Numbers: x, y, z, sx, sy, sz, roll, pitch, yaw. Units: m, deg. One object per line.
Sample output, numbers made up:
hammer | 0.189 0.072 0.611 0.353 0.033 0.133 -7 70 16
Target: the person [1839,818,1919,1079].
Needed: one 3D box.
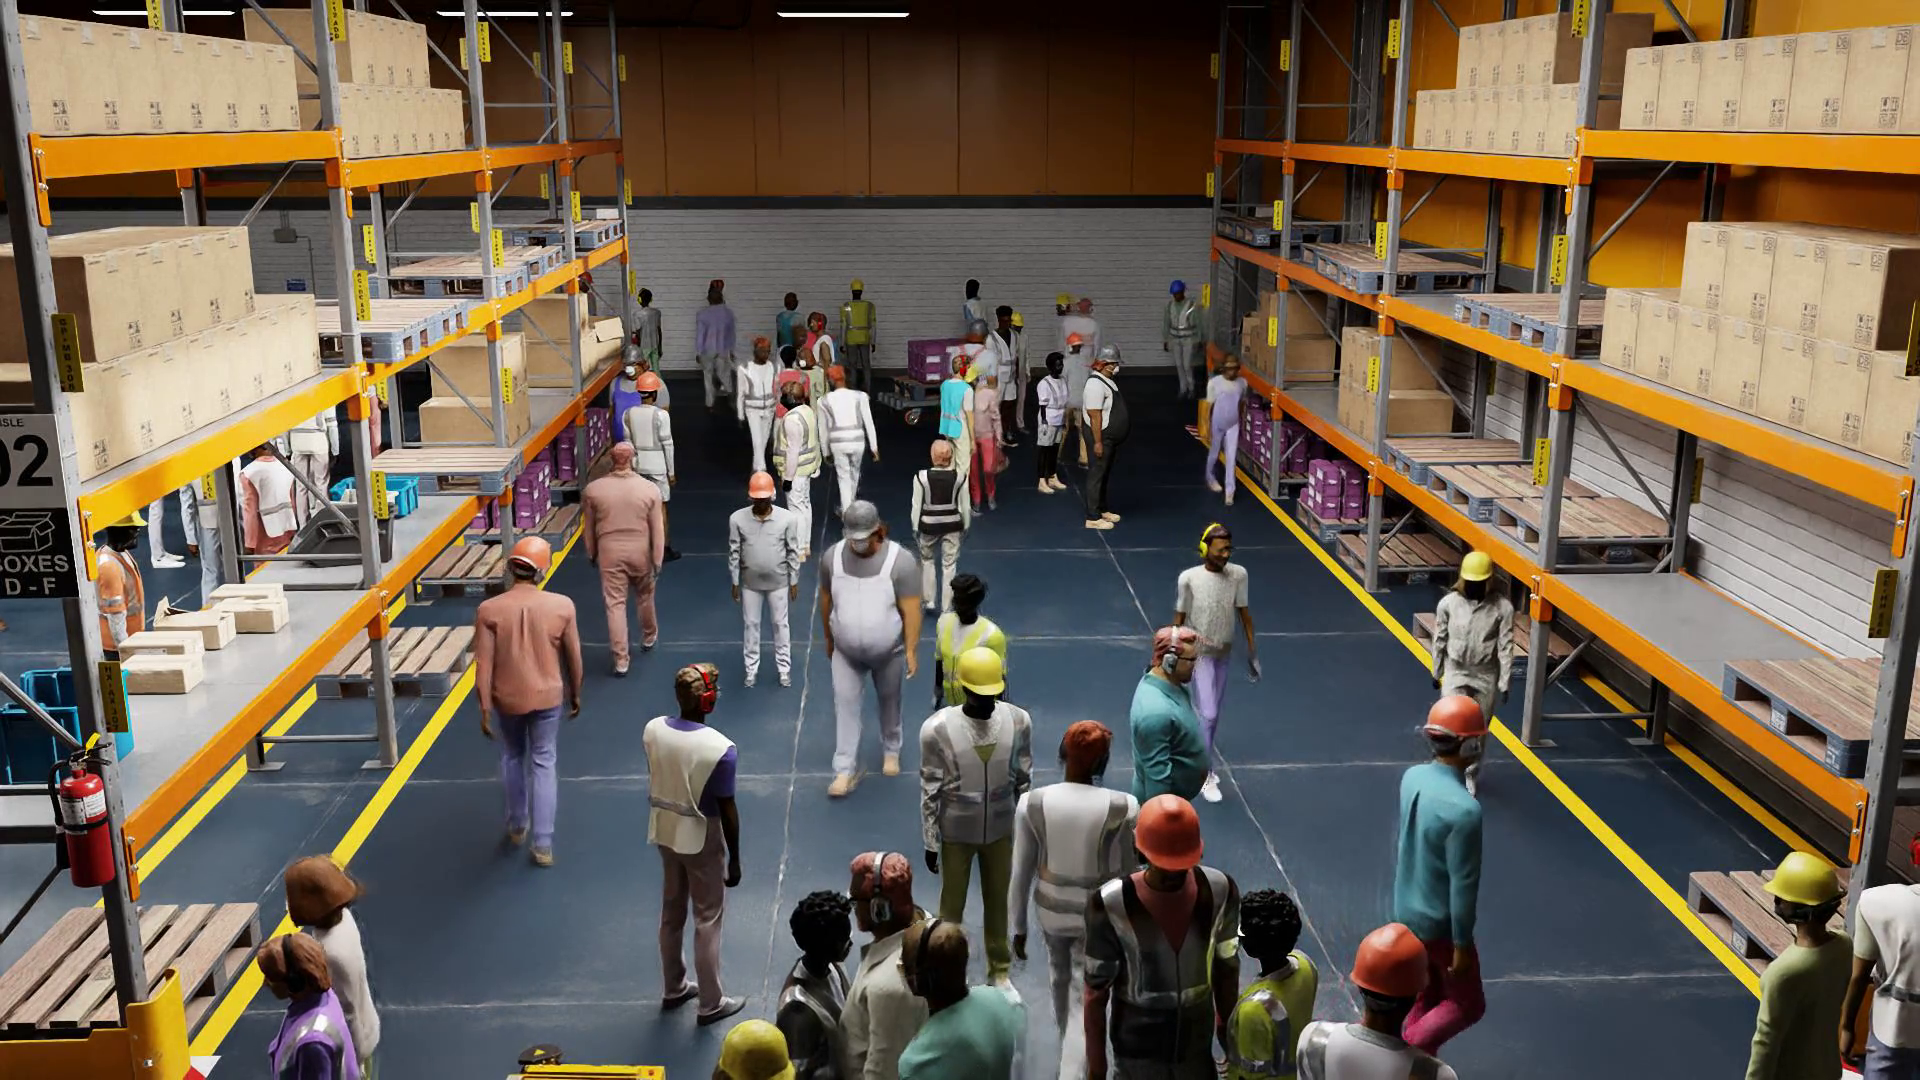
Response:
person | 3.738 1.951 6.473 0.565 1.837 0.385 7 16 26

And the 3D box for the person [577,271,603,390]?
person | -6.119 -3.394 27.159 0.407 1.986 0.612 9 17 30

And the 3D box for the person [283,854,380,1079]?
person | -2.491 2.017 6.631 0.384 1.619 0.516 -5 15 -20

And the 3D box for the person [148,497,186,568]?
person | -8.029 -0.651 16.632 0.336 1.865 0.521 -6 16 -23

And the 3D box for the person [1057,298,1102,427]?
person | 1.723 -2.554 24.074 0.686 1.877 0.527 7 16 25

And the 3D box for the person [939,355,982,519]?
person | -0.018 -1.159 18.655 0.386 1.845 0.568 -10 18 -35

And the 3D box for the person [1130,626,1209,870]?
person | 1.080 1.364 8.638 0.408 1.906 0.638 2 14 8

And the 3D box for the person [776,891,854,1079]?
person | -0.535 2.094 6.200 0.322 1.690 0.535 3 15 11

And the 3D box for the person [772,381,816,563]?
person | -1.679 -0.694 16.843 0.429 1.844 0.625 2 14 7

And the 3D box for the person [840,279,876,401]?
person | -1.623 -3.159 26.346 0.595 1.925 0.375 -5 15 -19

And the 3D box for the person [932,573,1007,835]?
person | 0.105 0.990 10.545 0.535 1.675 0.731 13 19 42

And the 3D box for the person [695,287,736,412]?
person | -3.676 -2.862 25.215 0.643 1.913 0.650 -9 17 -33

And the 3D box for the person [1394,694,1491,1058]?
person | 2.086 1.655 7.358 0.528 1.970 0.647 -2 14 -9

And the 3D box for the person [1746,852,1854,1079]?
person | 3.150 2.025 6.334 0.525 1.760 0.341 -10 17 -34

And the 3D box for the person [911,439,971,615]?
person | -0.171 -0.106 14.958 0.551 1.616 0.607 -1 14 -5

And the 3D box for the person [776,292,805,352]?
person | -2.560 -2.836 25.273 0.504 1.838 0.336 8 16 28

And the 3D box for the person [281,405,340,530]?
person | -6.970 -0.992 17.872 0.589 1.916 0.400 -1 14 -4

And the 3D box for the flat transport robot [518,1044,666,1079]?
flat transport robot | -1.715 2.601 7.038 0.652 0.197 1.431 0 14 2

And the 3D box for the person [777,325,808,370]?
person | -2.148 -1.877 21.536 0.419 1.825 0.563 14 20 43

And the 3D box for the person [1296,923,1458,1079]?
person | 1.349 2.164 5.445 0.543 1.930 0.388 10 18 36

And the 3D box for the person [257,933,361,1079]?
person | -2.301 2.172 6.013 0.314 1.632 0.524 -6 15 -22

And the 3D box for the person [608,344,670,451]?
person | -3.533 -1.123 18.127 0.688 2.000 0.539 3 15 13

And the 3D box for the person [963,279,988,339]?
person | 0.242 -3.176 26.430 0.395 1.919 0.590 8 16 28

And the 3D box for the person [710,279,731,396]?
person | -3.861 -3.271 26.880 0.338 1.880 0.570 -1 14 -4

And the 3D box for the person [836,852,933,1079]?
person | -0.253 2.026 6.059 0.398 1.899 0.654 2 14 8

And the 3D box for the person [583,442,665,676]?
person | -2.741 0.110 13.652 0.649 1.858 0.989 -2 14 -9

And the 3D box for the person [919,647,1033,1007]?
person | 0.092 1.442 8.305 0.586 1.920 0.397 -5 15 -17

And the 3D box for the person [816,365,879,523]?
person | -1.219 -0.986 18.038 0.641 1.812 0.974 -3 15 -11

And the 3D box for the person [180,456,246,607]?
person | -6.422 -0.095 14.363 0.402 1.908 0.598 8 16 29

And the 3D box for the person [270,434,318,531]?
person | -7.208 -1.025 18.066 0.578 1.880 0.352 -6 15 -21

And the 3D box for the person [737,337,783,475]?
person | -2.433 -1.560 20.271 0.577 1.836 0.989 -7 16 -26

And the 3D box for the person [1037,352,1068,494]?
person | 1.115 -1.412 19.946 0.322 1.697 0.535 10 18 35

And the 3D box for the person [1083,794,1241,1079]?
person | 0.772 1.899 6.293 0.613 2.029 0.409 -4 15 -14

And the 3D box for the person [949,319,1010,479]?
person | 0.241 -1.789 20.742 0.692 2.000 1.002 7 16 24

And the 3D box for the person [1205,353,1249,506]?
person | 3.095 -1.352 19.552 0.513 1.794 0.935 -1 14 -4

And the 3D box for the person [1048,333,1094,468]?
person | 1.448 -1.819 21.504 0.595 1.705 0.867 -6 16 -23

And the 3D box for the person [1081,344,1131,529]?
person | 1.604 -1.152 18.240 0.535 2.000 0.679 4 15 14

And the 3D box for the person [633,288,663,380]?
person | -4.801 -2.932 25.567 0.519 1.874 0.327 -13 19 -42

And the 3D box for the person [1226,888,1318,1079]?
person | 1.151 2.095 6.197 0.319 1.694 0.532 9 17 32

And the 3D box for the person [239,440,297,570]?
person | -5.867 -0.049 14.184 0.402 1.908 0.598 4 15 14

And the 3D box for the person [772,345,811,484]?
person | -2.094 -1.537 20.458 0.537 1.703 0.339 -4 15 -14

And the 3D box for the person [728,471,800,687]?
person | -1.537 0.309 13.093 0.566 1.745 0.349 0 14 -1

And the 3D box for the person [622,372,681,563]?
person | -3.114 -0.731 16.790 0.542 1.939 0.364 5 15 19

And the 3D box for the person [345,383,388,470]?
person | -7.571 -1.870 21.176 0.621 1.986 0.409 4 15 14

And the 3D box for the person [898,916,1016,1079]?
person | -0.006 2.160 5.497 0.474 1.913 0.702 7 16 25

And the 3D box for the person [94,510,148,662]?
person | -5.696 0.659 11.390 0.409 1.917 0.585 -6 15 -22

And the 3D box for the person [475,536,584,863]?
person | -2.614 0.957 10.142 0.639 1.941 0.797 -4 15 -14

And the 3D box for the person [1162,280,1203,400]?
person | 3.523 -3.164 26.387 0.640 1.911 0.570 11 18 37

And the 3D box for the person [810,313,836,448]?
person | -1.855 -2.165 22.601 0.393 1.847 0.563 -3 15 -12

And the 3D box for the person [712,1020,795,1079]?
person | -0.638 2.306 5.273 0.485 1.737 0.321 -13 19 -42

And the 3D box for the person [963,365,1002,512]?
person | 0.190 -1.145 18.821 0.548 1.729 0.510 1 14 6

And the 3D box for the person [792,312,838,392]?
person | -1.976 -2.203 22.797 0.621 1.833 0.430 1 14 5

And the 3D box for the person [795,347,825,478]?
person | -1.924 -1.597 20.794 0.498 1.636 0.286 7 16 24

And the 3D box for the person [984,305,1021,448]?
person | 0.576 -2.215 22.594 0.599 1.958 0.376 -12 19 -40

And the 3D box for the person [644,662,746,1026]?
person | -1.322 1.508 8.225 0.560 1.835 0.391 9 17 32

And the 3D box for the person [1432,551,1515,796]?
person | 3.305 0.918 10.748 0.496 1.712 0.764 4 15 16

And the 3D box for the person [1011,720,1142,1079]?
person | 0.510 1.704 7.470 0.564 1.841 1.041 4 15 15

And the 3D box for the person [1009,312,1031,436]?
person | 0.786 -2.346 23.505 0.533 1.754 0.340 -11 18 -37

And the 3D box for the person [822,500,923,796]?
person | -0.604 0.682 11.043 0.709 2.000 0.928 2 14 9

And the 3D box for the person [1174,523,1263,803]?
person | 1.722 0.798 10.992 0.535 1.846 0.748 -6 16 -23
